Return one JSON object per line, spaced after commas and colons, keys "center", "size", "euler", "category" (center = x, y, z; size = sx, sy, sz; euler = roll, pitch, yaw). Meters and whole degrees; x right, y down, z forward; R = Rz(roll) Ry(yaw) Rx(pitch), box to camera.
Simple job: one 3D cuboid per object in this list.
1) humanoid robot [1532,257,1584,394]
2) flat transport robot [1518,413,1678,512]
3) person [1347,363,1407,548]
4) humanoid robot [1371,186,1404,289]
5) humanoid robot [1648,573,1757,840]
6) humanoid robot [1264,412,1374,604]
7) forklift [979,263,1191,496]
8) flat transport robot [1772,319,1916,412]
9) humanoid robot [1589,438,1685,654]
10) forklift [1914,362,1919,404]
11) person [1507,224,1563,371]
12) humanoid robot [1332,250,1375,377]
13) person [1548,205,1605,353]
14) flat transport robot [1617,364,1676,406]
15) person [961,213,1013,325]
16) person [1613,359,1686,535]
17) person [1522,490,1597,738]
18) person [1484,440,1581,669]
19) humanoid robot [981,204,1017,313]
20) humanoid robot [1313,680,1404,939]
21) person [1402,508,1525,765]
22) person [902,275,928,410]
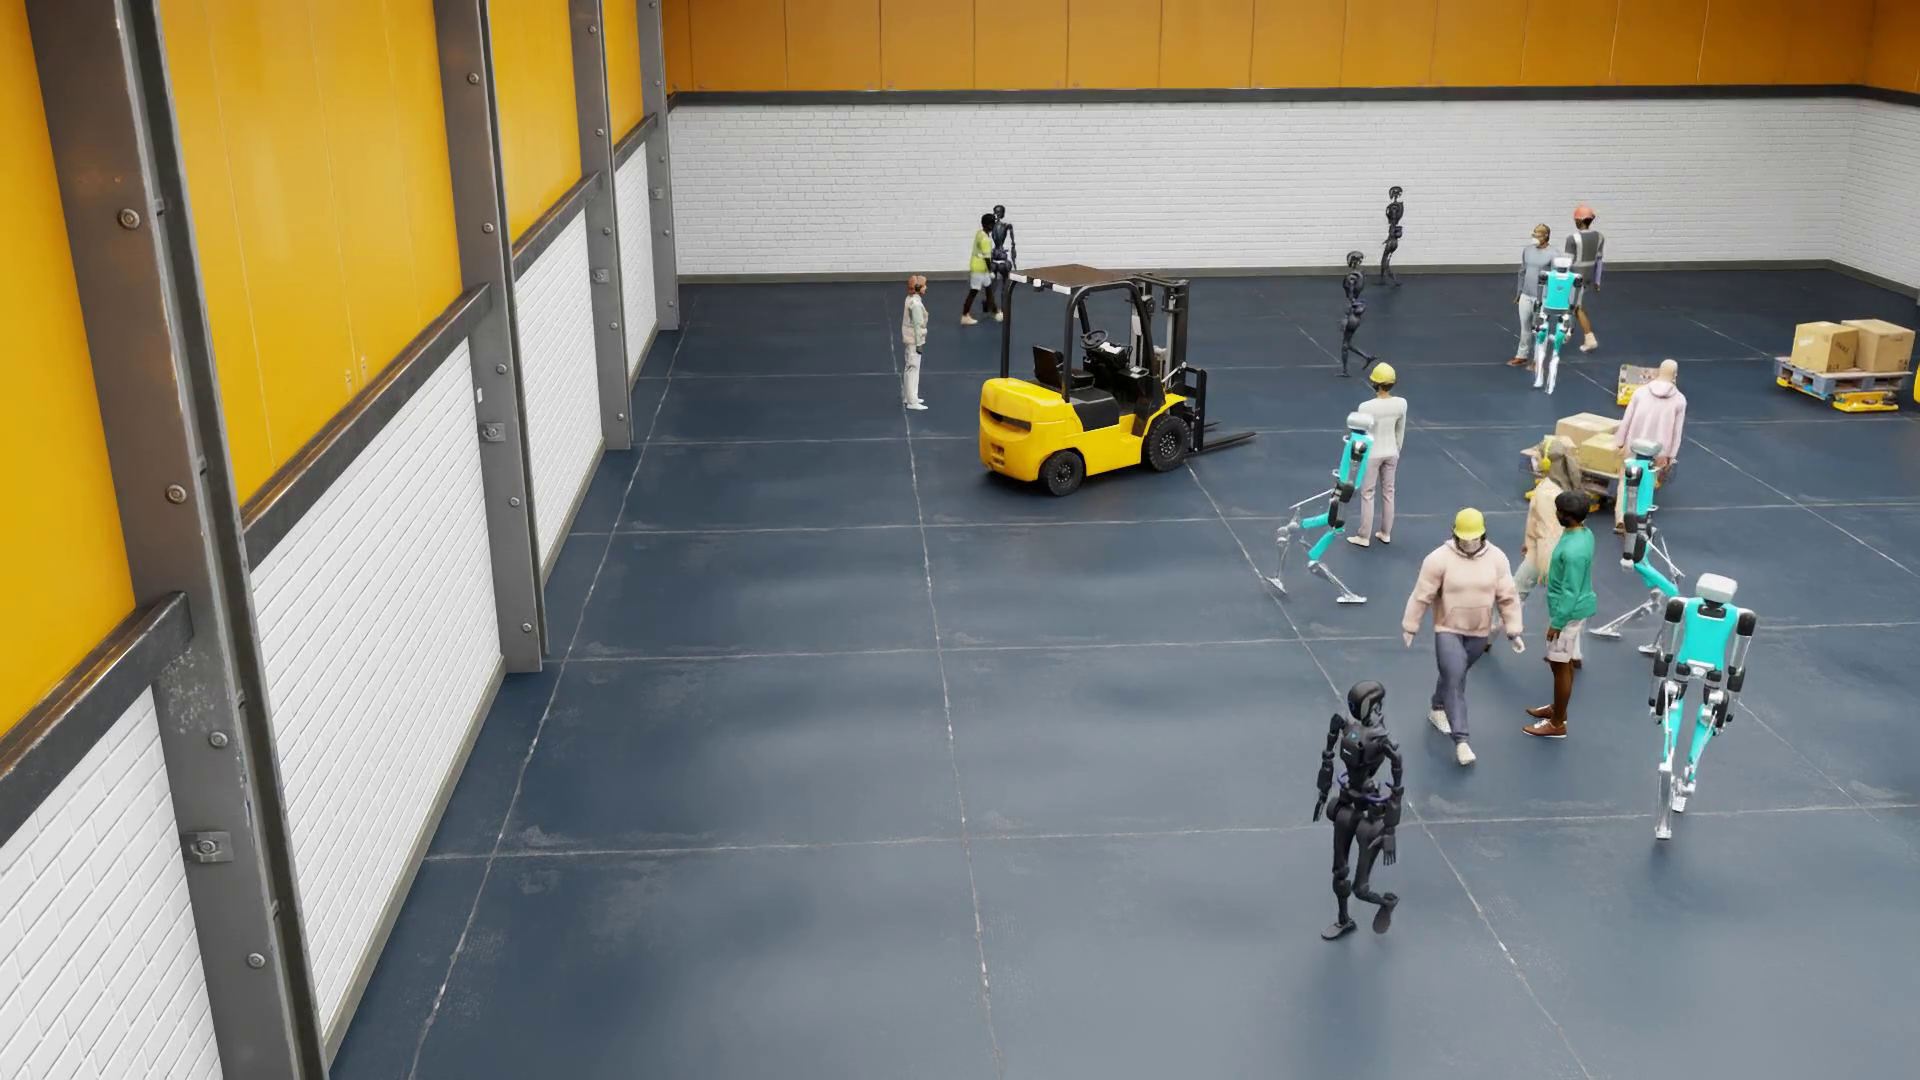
{"center": [7.434, -2.687, 20.854], "size": [0.533, 1.801, 0.793], "euler": [6, 21, 15], "category": "humanoid robot"}
{"center": [6.541, -0.558, 17.147], "size": [1.431, 0.231, 0.659], "euler": [-15, 25, -35], "category": "flat transport robot"}
{"center": [3.921, -0.796, 15.618], "size": [0.522, 1.772, 0.300], "euler": [-8, 22, -20], "category": "person"}
{"center": [6.988, -4.901, 26.978], "size": [0.510, 1.653, 0.615], "euler": [5, 21, 12], "category": "humanoid robot"}
{"center": [4.627, 1.132, 10.508], "size": [0.554, 1.776, 1.062], "euler": [9, 22, 23], "category": "humanoid robot"}
{"center": [3.014, -0.259, 14.276], "size": [1.032, 1.755, 0.537], "euler": [5, 21, 13], "category": "humanoid robot"}
{"center": [1.315, -1.764, 17.646], "size": [2.313, 2.155, 1.214], "euler": [-14, 24, -33], "category": "forklift"}
{"center": [10.929, -1.869, 20.719], "size": [0.659, 0.231, 1.431], "euler": [-3, 20, -9], "category": "flat transport robot"}
{"center": [5.596, 0.091, 13.292], "size": [0.893, 1.777, 0.582], "euler": [13, 24, 31], "category": "humanoid robot"}
{"center": [12.602, -2.435, 19.475], "size": [2.313, 2.155, 1.214], "euler": [-1, 20, -4], "category": "forklift"}
{"center": [7.603, -3.206, 21.944], "size": [0.351, 1.936, 0.634], "euler": [-12, 23, -29], "category": "person"}
{"center": [5.149, -2.916, 21.539], "size": [0.524, 1.644, 0.590], "euler": [7, 21, 18], "category": "humanoid robot"}
{"center": [8.601, -3.615, 22.988], "size": [0.606, 1.996, 1.006], "euler": [-9, 22, -22], "category": "person"}
{"center": [8.614, -1.923, 20.868], "size": [0.659, 0.231, 1.431], "euler": [8, 22, 20], "category": "flat transport robot"}
{"center": [0.389, -3.969, 24.423], "size": [0.831, 1.634, 0.536], "euler": [-1, 20, -4], "category": "person"}
{"center": [6.489, -0.825, 15.718], "size": [0.562, 1.752, 0.541], "euler": [10, 22, 25], "category": "person"}
{"center": [4.337, 0.527, 11.901], "size": [0.395, 1.849, 0.493], "euler": [9, 22, 23], "category": "person"}
{"center": [4.547, 0.092, 13.122], "size": [0.989, 1.820, 0.570], "euler": [15, 25, 36], "category": "person"}
{"center": [0.558, -4.208, 25.042], "size": [0.589, 1.641, 0.506], "euler": [12, 23, 30], "category": "humanoid robot"}
{"center": [2.287, 1.521, 9.426], "size": [0.388, 1.645, 0.612], "euler": [-14, 24, -33], "category": "humanoid robot"}
{"center": [3.518, 0.638, 11.652], "size": [0.752, 1.802, 0.980], "euler": [-2, 20, -4], "category": "person"}
{"center": [-0.547, -2.400, 20.189], "size": [0.315, 1.632, 0.517], "euler": [-4, 20, -10], "category": "person"}
